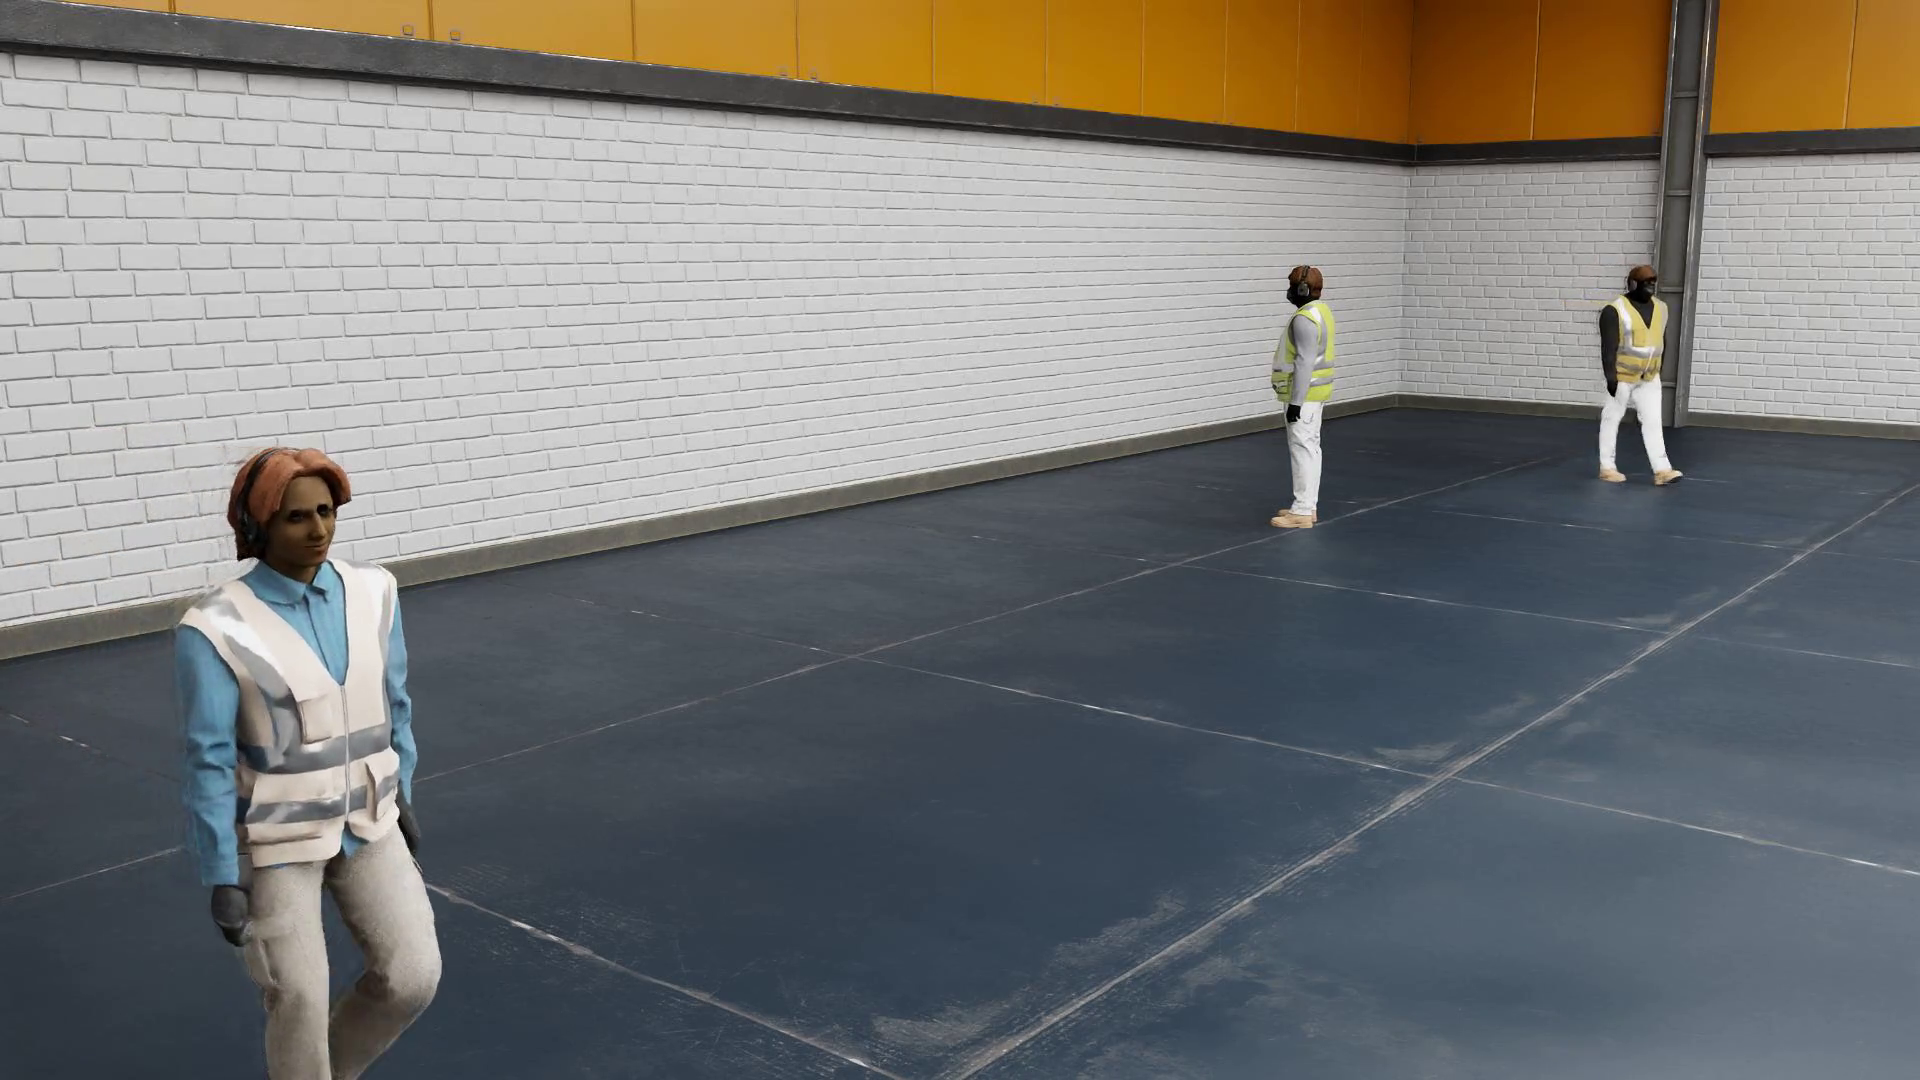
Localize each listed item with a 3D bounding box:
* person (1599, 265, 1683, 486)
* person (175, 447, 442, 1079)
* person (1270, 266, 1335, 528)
[{"bbox_3d":[5.603,-1.334,13.665,0.660,1.803,0.900,-3,11,-14],"label":"person"},{"bbox_3d":[-1.298,0.616,3.361,0.370,1.623,0.534,6,12,32],"label":"person"},{"bbox_3d":[2.415,-1.009,11.775,0.429,1.843,0.633,4,11,21],"label":"person"}]
